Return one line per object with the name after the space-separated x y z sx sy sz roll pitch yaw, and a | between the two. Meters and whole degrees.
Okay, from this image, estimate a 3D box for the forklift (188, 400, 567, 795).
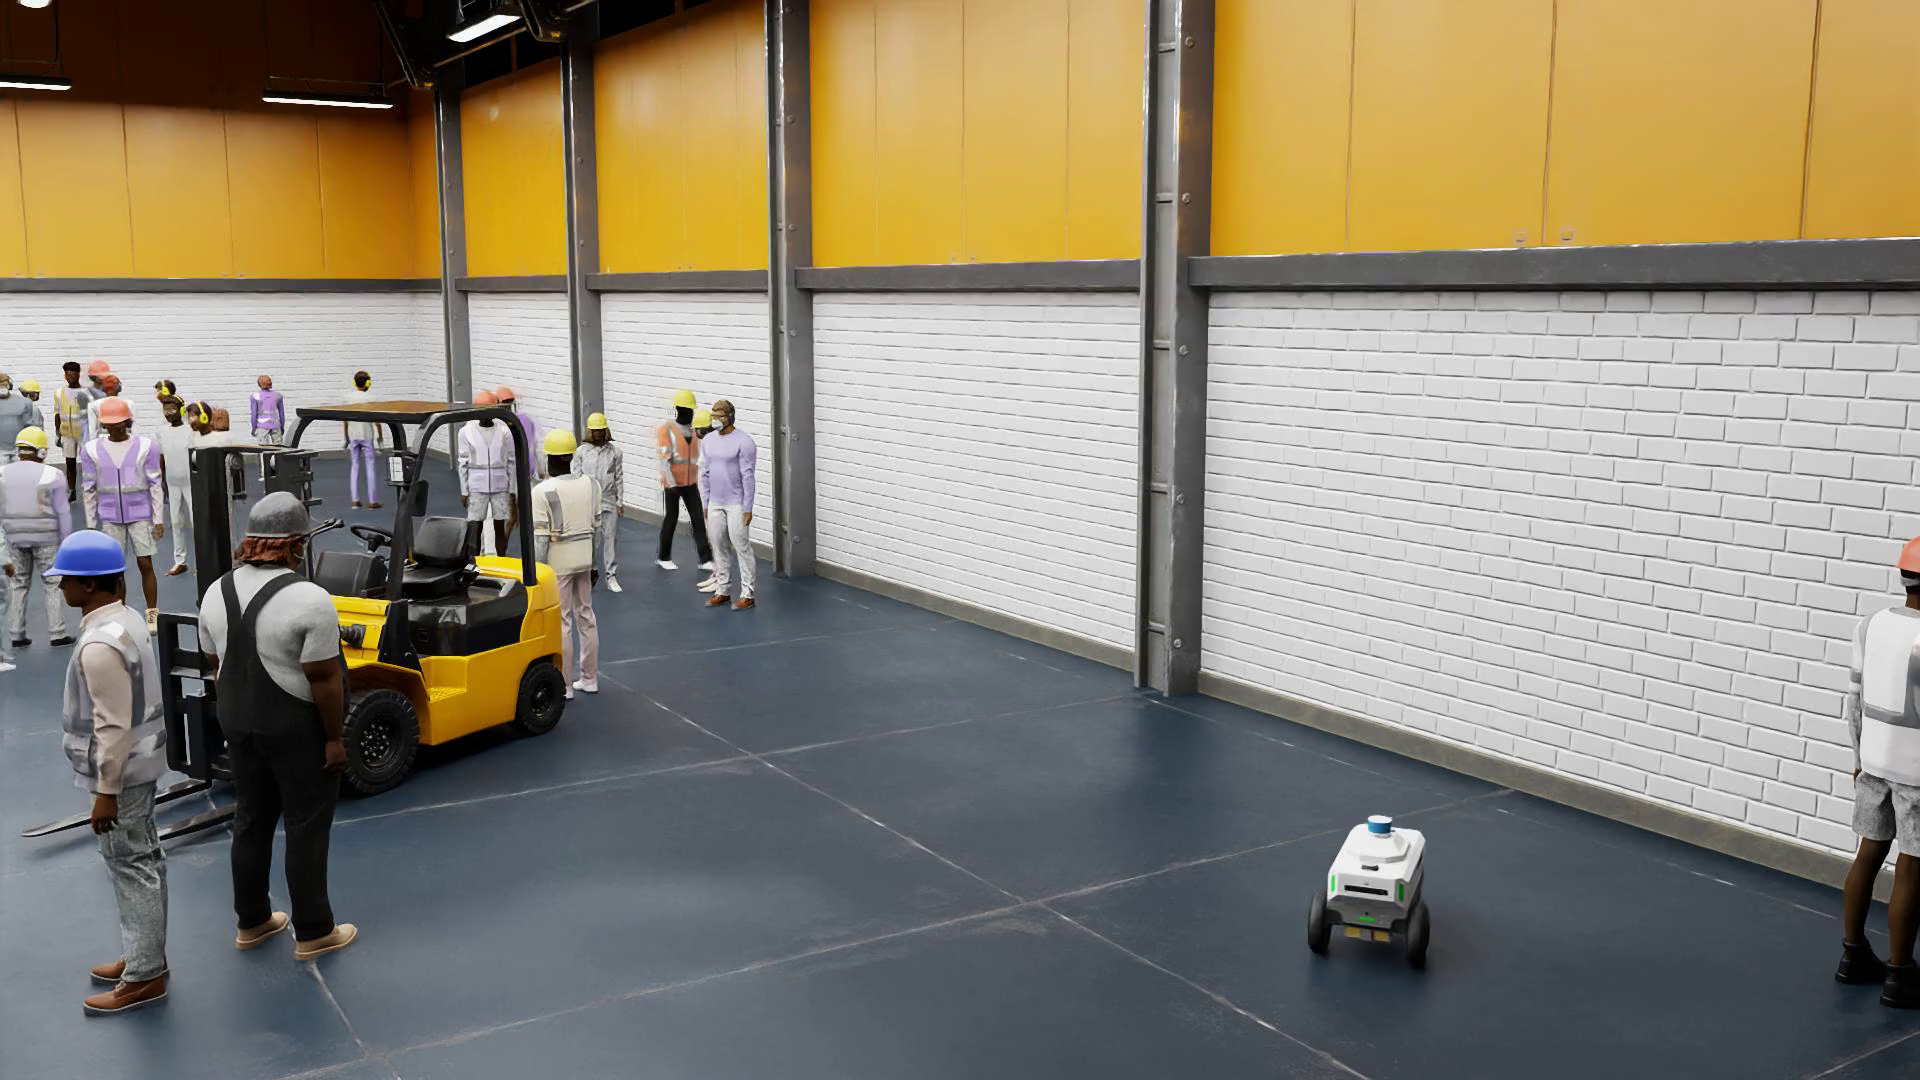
-3.529 0.258 10.348 1.214 2.155 2.313 4 9 25 | forklift

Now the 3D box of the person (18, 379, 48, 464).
-12.066 -1.209 21.677 0.524 1.768 0.311 6 10 34 | person

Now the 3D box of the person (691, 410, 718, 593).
-2.421 -0.374 16.060 0.329 1.764 0.524 -1 9 -8 | person

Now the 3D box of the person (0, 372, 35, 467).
-11.609 -1.080 20.278 0.635 1.928 0.382 -7 11 -41 | person

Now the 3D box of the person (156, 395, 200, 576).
-7.923 -0.552 16.943 0.510 1.861 0.324 1 8 3 | person

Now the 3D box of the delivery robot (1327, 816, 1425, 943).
1.854 1.468 7.377 0.477 0.478 0.707 3 9 22 | delivery robot

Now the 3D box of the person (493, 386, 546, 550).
-4.869 -0.767 18.405 1.001 1.865 0.587 4 9 23 | person

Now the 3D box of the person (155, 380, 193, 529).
-9.571 -1.053 20.409 0.561 1.830 0.434 6 10 35 | person

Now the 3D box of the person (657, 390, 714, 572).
-2.856 -0.607 17.193 0.779 1.893 0.604 7 11 41 | person

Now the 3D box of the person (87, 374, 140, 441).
-10.433 -1.104 20.569 0.572 1.885 0.356 -2 9 -12 | person

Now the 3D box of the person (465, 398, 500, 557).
-4.982 -0.635 17.588 0.429 1.837 0.629 -7 11 -41 | person

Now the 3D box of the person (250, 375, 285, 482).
-10.587 -1.705 25.452 0.523 1.636 0.311 -8 12 -44 | person

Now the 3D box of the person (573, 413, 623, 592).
-3.462 -0.352 15.974 0.485 1.744 0.295 -4 9 -23 | person

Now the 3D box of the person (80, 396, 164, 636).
-7.005 -0.188 13.934 0.608 2.030 0.408 -3 9 -17 | person

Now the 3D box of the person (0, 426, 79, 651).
-7.487 -0.009 13.452 0.601 1.814 0.407 -1 8 -6 | person

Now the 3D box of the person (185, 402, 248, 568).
-7.212 -0.433 16.200 0.531 1.845 0.552 4 9 27 | person

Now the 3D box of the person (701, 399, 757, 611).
-2.106 -0.321 15.165 0.624 1.931 0.377 6 10 35 | person

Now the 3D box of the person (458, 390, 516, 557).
-4.655 -0.516 16.436 0.548 1.934 0.376 -3 9 -22 | person

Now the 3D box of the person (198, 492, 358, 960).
-2.930 0.788 7.289 0.681 2.000 0.535 3 9 21 | person

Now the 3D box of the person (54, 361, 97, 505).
-12.028 -1.455 22.660 0.604 1.966 0.367 -1 8 -5 | person

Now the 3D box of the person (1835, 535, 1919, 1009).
3.869 0.920 6.757 0.376 1.932 0.551 -2 9 -11 | person

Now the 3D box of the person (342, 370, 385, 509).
-7.957 -1.324 22.173 0.563 1.860 0.359 0 8 0 | person

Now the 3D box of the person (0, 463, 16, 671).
-7.380 0.147 12.672 0.402 1.730 0.536 -8 11 -42 | person

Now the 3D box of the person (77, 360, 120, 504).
-11.268 -1.356 21.799 0.695 2.023 0.616 4 9 24 | person

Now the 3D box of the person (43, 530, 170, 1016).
-3.402 0.922 6.694 0.399 1.949 0.605 -3 9 -18 | person

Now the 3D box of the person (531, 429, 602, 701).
-2.794 0.176 11.791 0.359 1.930 0.588 6 10 36 | person
